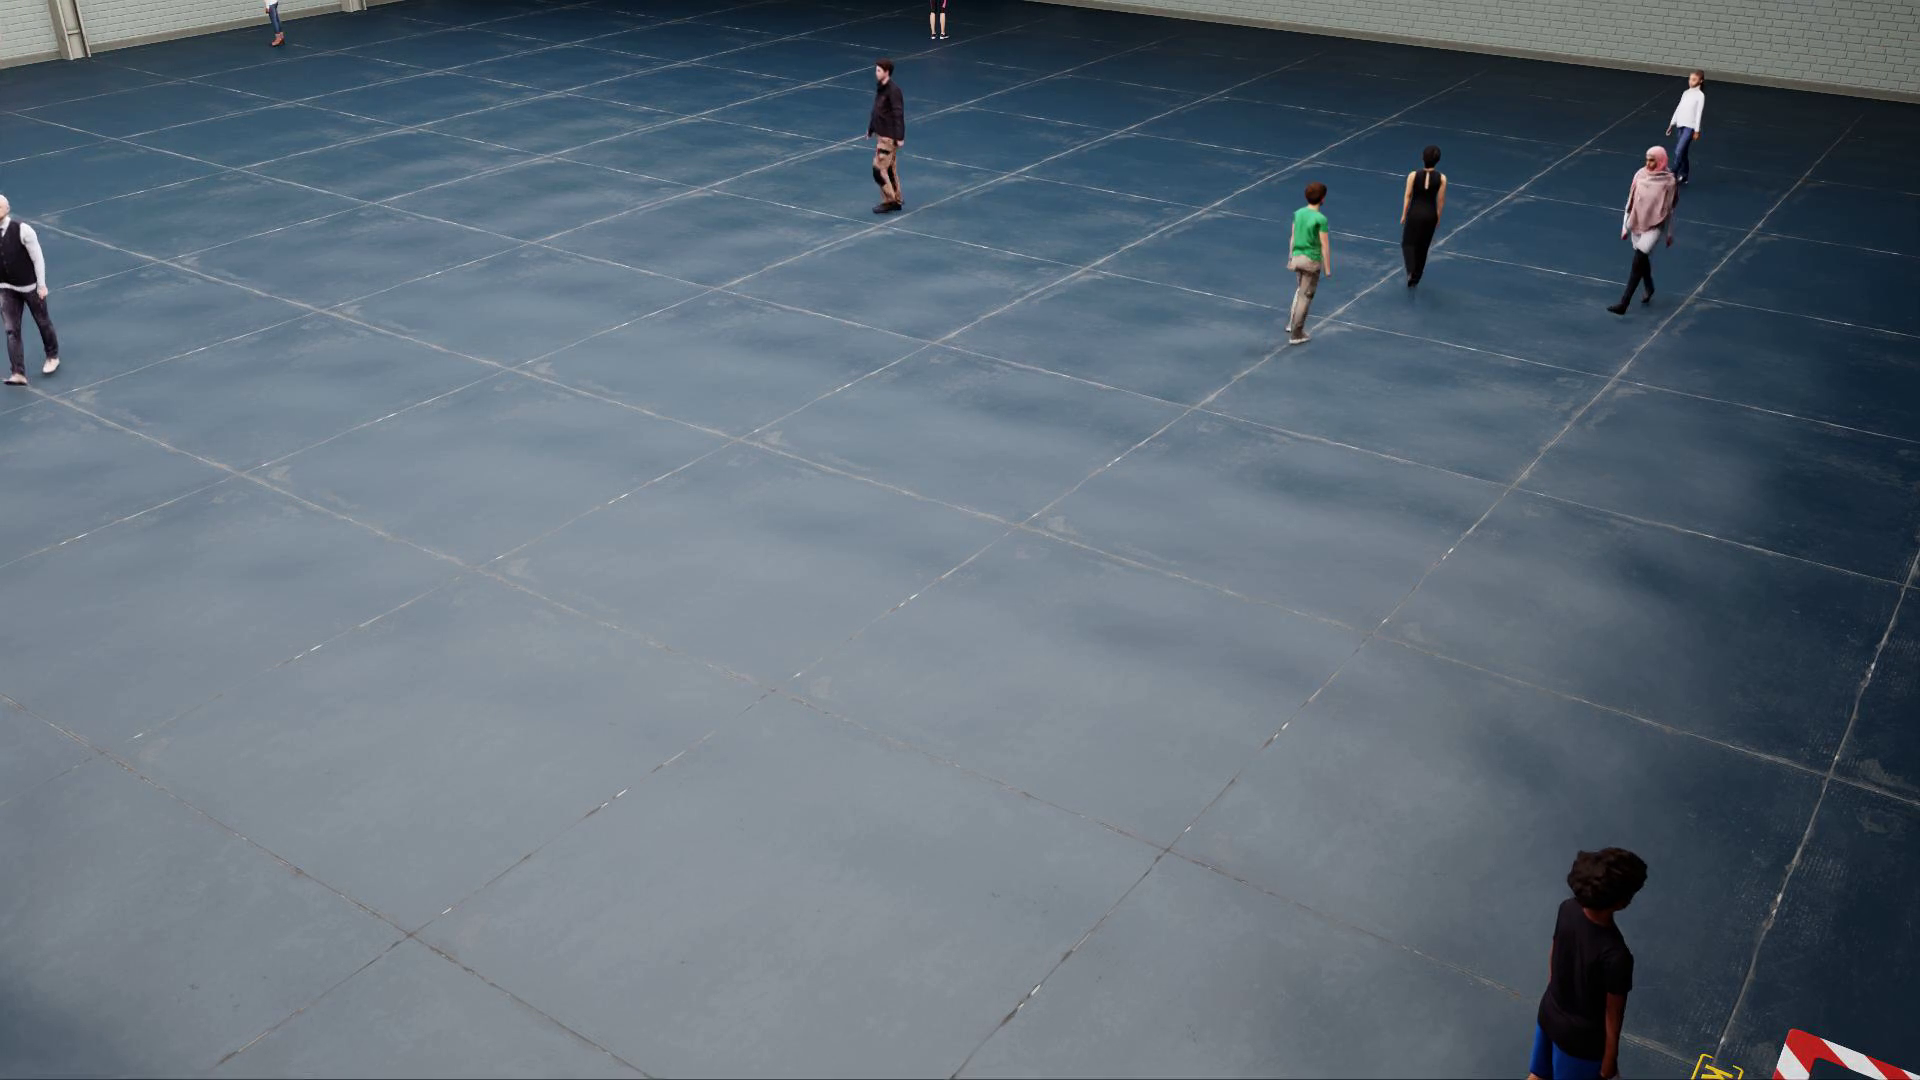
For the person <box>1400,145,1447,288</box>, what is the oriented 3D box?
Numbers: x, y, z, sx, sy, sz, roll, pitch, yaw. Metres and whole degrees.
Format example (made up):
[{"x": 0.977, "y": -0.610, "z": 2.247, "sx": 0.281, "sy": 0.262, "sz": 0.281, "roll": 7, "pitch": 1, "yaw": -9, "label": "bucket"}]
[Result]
[{"x": 5.039, "y": -3.486, "z": 18.172, "sx": 0.780, "sy": 1.587, "sz": 0.891, "roll": 4, "pitch": 27, "yaw": 7, "label": "person"}]

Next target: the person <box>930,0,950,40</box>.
[{"x": -0.410, "y": -10.390, "z": 31.361, "sx": 0.672, "sy": 1.788, "sz": 0.629, "roll": 8, "pitch": 28, "yaw": 15, "label": "person"}]

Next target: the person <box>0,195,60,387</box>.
[{"x": -8.913, "y": -2.415, "z": 15.869, "sx": 1.137, "sy": 1.790, "sz": 1.223, "roll": -3, "pitch": 27, "yaw": -6, "label": "person"}]

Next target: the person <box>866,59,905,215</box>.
[{"x": -0.832, "y": -5.068, "z": 20.892, "sx": 0.862, "sy": 1.909, "sz": 0.832, "roll": -11, "pitch": 29, "yaw": -20, "label": "person"}]

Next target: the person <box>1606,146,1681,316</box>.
[{"x": 7.303, "y": -3.270, "z": 17.572, "sx": 0.878, "sy": 1.752, "sz": 1.289, "roll": 25, "pitch": 36, "yaw": 39, "label": "person"}]

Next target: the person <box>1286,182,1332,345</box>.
[{"x": 3.429, "y": -2.756, "z": 16.698, "sx": 0.691, "sy": 1.638, "sz": 0.666, "roll": -18, "pitch": 32, "yaw": -30, "label": "person"}]

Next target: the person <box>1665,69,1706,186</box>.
[{"x": 9.707, "y": -5.458, "z": 22.058, "sx": 0.923, "sy": 1.534, "sz": 0.794, "roll": -9, "pitch": 29, "yaw": -18, "label": "person"}]

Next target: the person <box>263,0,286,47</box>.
[{"x": -12.765, "y": -9.931, "z": 30.836, "sx": 0.661, "sy": 1.452, "sz": 0.585, "roll": -2, "pitch": 27, "yaw": -4, "label": "person"}]

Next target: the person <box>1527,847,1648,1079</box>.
[{"x": 2.644, "y": 2.075, "z": 7.141, "sx": 0.747, "sy": 1.798, "sz": 0.703, "roll": -7, "pitch": 28, "yaw": -14, "label": "person"}]
